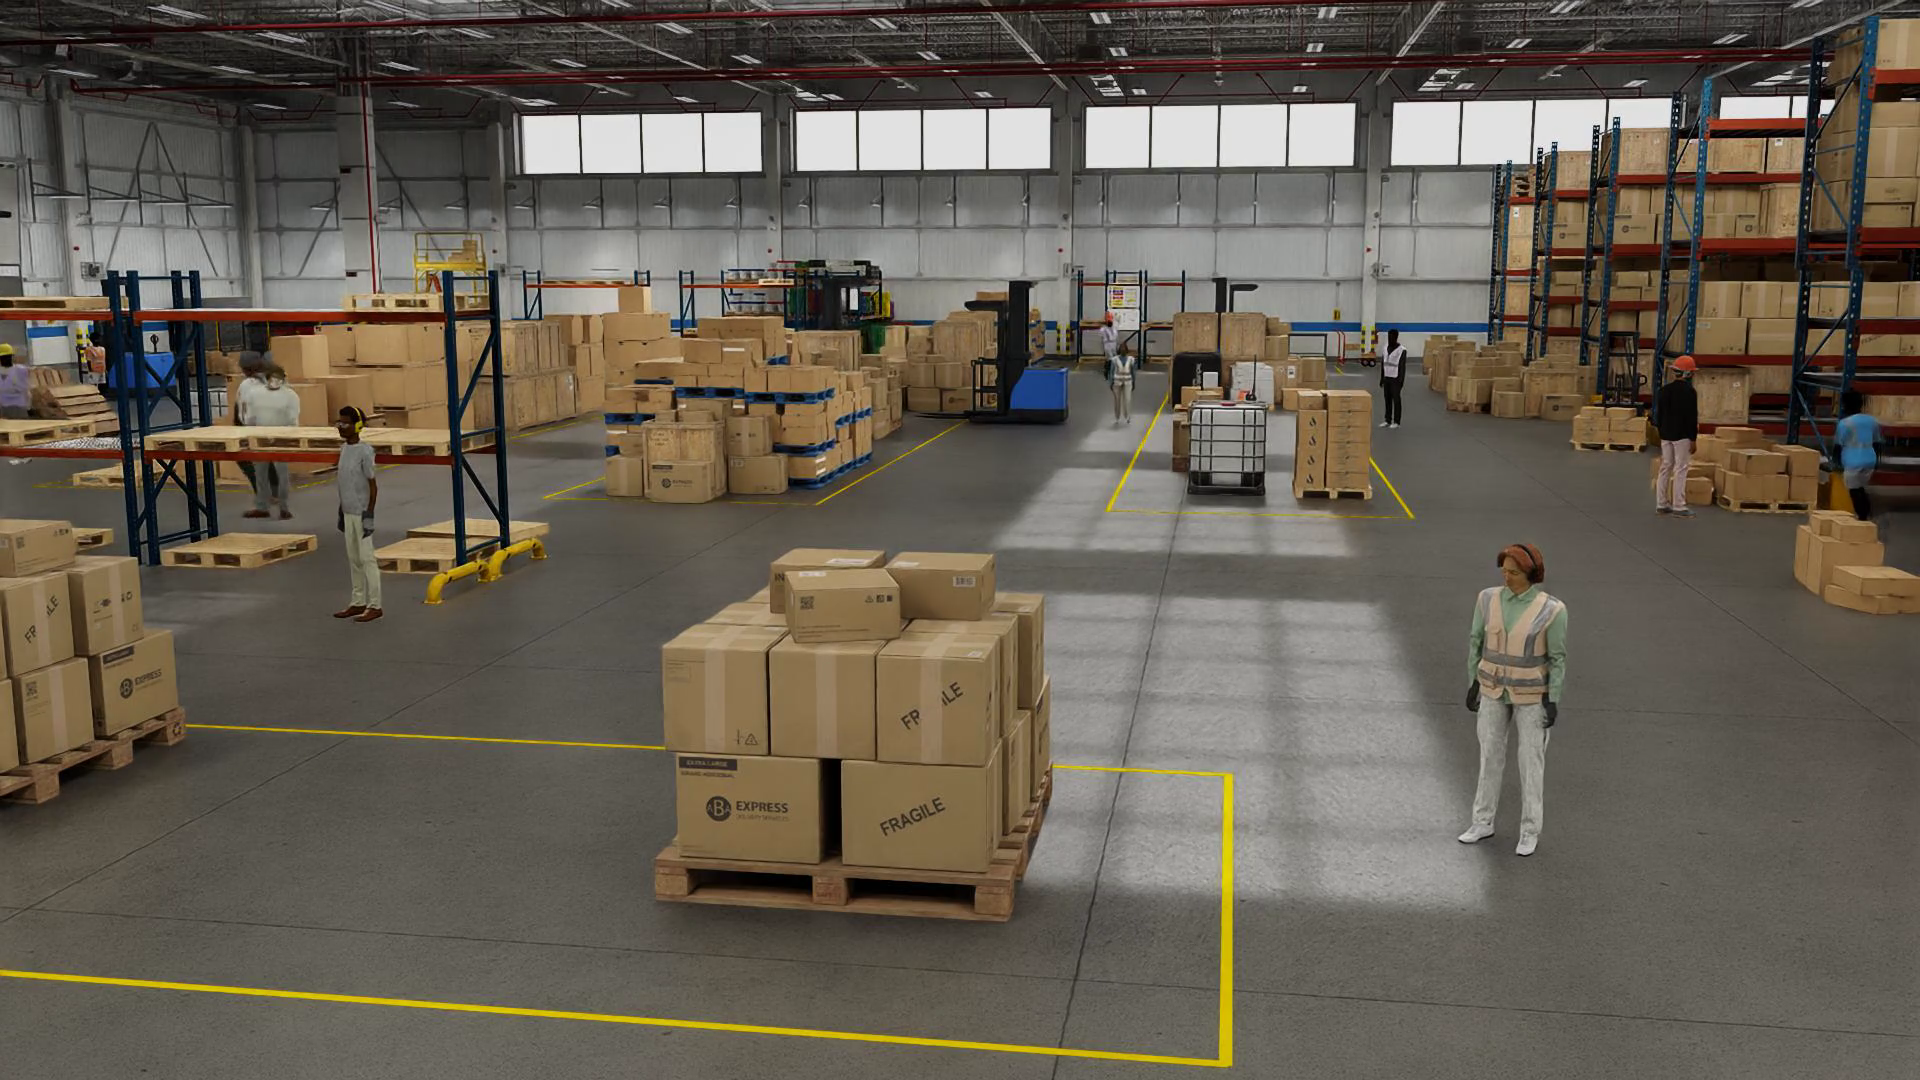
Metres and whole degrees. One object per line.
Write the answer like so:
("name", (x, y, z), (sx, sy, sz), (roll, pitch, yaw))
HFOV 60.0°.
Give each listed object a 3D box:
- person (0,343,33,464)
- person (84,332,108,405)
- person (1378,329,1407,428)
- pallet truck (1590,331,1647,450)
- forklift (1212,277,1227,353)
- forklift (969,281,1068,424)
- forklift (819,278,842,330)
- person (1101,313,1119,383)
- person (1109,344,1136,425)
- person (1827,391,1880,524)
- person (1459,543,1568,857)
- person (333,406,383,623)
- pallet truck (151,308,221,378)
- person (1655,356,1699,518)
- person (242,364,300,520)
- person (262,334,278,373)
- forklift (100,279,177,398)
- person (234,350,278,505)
("person", (-14.836, -2.123, 26.015), (0.587, 1.909, 0.447), (3, 10, 16))
("person", (-18.716, -3.652, 36.077), (0.318, 1.697, 0.535), (2, 9, 14))
("person", (8.362, -3.111, 32.098), (0.397, 1.911, 0.587), (-5, 11, -30))
("pallet truck", (11.253, -2.573, 28.499), (0.823, 1.965, 1.885), (5, 10, 27))
("forklift", (7.562, -6.241, 48.404), (1.873, 2.768, 1.129), (1, 9, 9))
("forklift", (1.194, -3.753, 33.059), (1.873, 2.768, 1.129), (1, 9, 9))
("forklift", (-3.270, -5.243, 42.251), (1.873, 2.768, 1.129), (1, 9, 9))
("person", (4.020, -5.142, 44.604), (0.586, 1.910, 0.554), (-6, 11, -33))
("person", (3.206, -3.077, 32.843), (0.528, 1.598, 0.867), (0, 9, 0))
("person", (10.268, -0.876, 19.067), (0.572, 1.659, 0.486), (-3, 10, -16))
("person", (2.891, 0.819, 8.680), (0.514, 1.639, 0.310), (8, 12, 41))
("person", (-5.234, -0.224, 14.392), (0.514, 1.876, 0.328), (7, 12, 39))
("pallet truck", (-21.869, -5.598, 47.154), (0.823, 1.965, 1.885), (4, 10, 26))
("person", (8.838, -1.267, 20.454), (0.380, 1.994, 0.618), (-3, 10, -19))
("person", (-8.410, -1.181, 20.250), (0.786, 1.913, 0.342), (0, 9, 1))
("person", (-12.542, -2.873, 30.733), (0.629, 1.889, 1.062), (0, 9, -1))
("forklift", (-19.606, -4.720, 39.027), (1.873, 2.768, 1.129), (1, 9, 9))
("person", (-9.056, -1.447, 21.423), (0.541, 2.000, 0.708), (2, 9, 12))
